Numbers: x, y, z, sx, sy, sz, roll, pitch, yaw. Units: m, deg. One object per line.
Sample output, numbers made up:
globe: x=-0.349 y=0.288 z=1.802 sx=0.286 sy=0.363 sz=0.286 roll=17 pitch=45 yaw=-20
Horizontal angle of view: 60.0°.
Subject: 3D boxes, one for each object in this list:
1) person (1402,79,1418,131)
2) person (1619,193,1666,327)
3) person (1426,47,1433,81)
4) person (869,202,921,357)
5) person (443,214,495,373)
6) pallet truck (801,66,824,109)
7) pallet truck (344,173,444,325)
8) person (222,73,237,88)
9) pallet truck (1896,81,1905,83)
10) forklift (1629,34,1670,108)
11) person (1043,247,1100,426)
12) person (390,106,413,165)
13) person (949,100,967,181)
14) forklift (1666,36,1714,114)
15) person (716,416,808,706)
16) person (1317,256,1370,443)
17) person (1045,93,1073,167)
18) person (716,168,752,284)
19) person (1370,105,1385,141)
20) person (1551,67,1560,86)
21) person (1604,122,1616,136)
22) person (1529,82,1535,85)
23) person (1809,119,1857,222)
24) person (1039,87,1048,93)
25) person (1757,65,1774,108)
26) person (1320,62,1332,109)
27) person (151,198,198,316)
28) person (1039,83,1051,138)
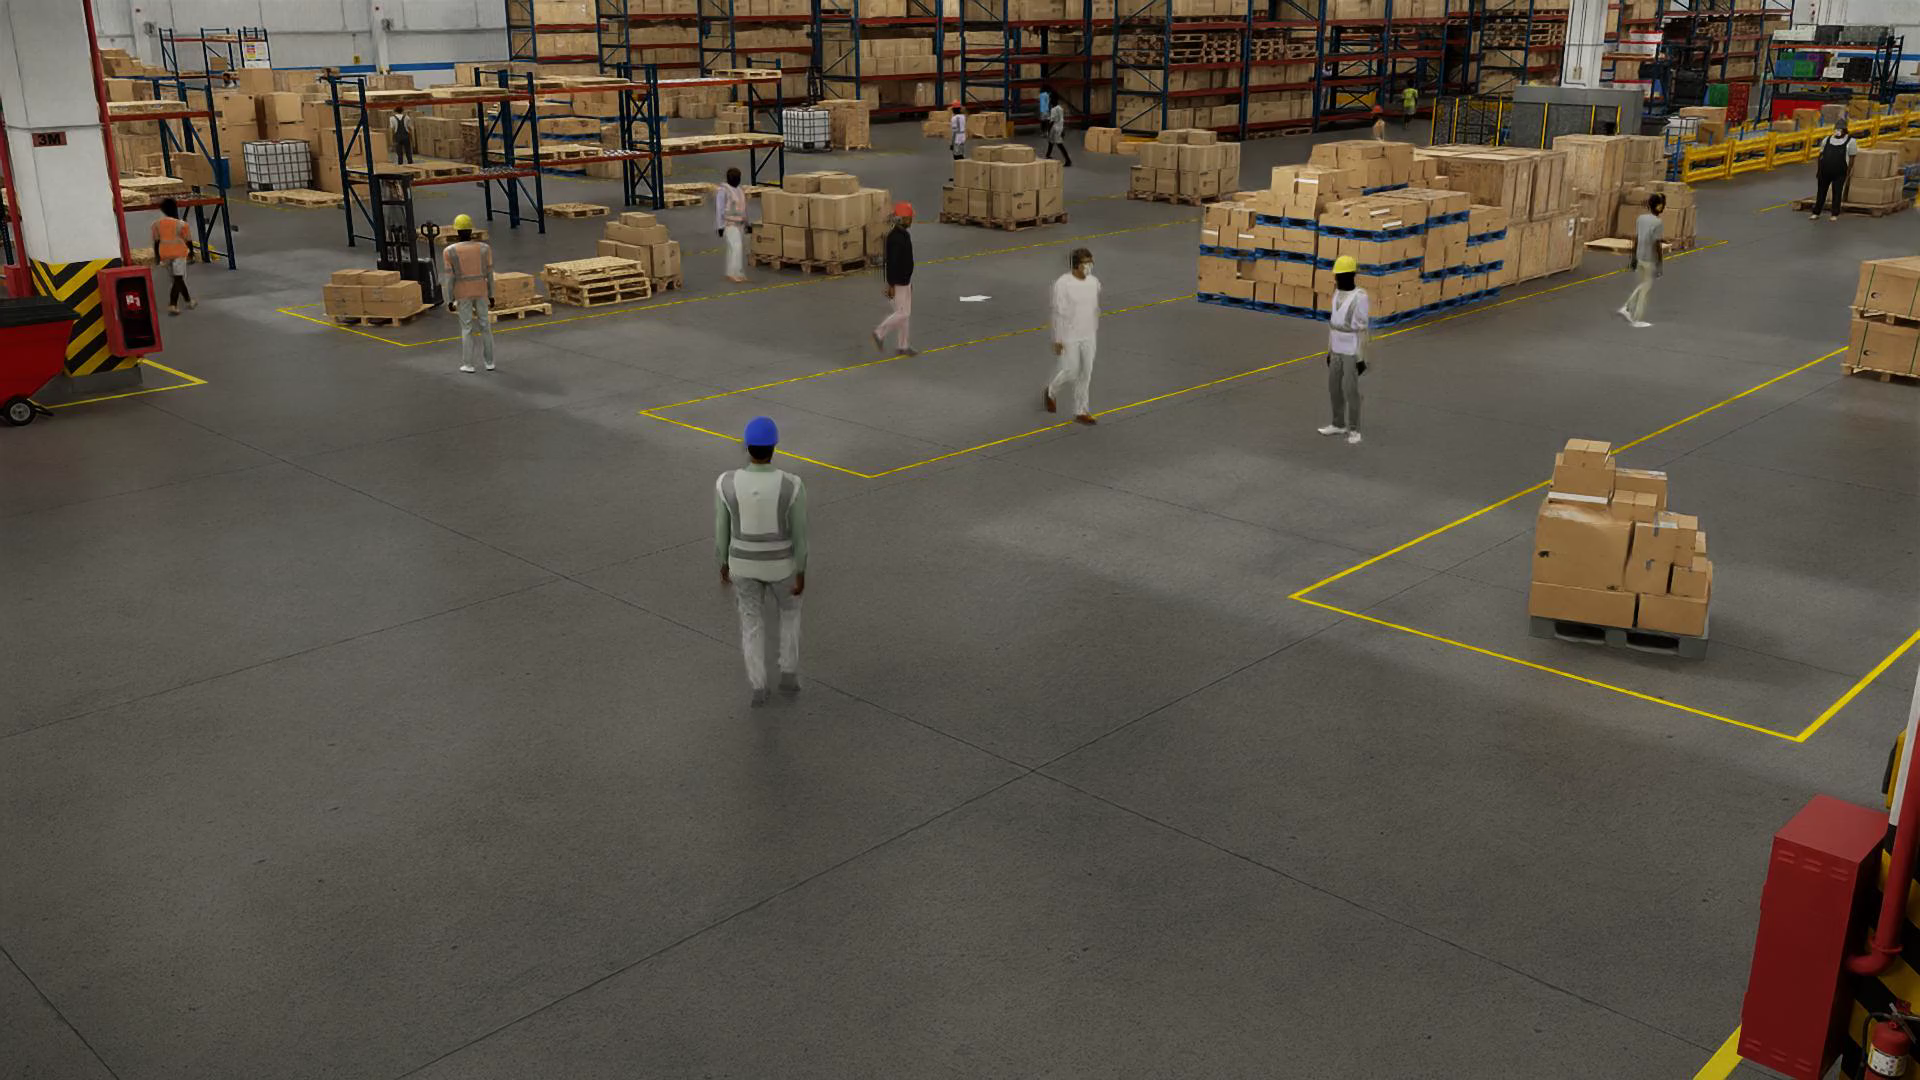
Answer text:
person: x=14.778 y=-14.310 z=54.755 sx=0.544 sy=1.683 sz=0.564 roll=14 pitch=23 yaw=37
person: x=9.527 y=-3.859 z=23.009 sx=0.394 sy=1.859 sz=0.506 roll=-4 pitch=19 yaw=-12
person: x=22.046 y=-22.151 z=77.994 sx=0.551 sy=1.934 sz=0.373 roll=14 pitch=23 yaw=37
person: x=-0.805 y=-3.302 z=21.131 sx=0.561 sy=1.980 sz=0.637 roll=5 pitch=19 yaw=15
person: x=-5.978 y=-3.006 z=20.325 sx=0.588 sy=1.930 sz=0.364 roll=-11 pitch=21 yaw=-29
pallet truck: x=-4.812 y=-15.182 z=56.903 sx=0.823 sy=1.965 sz=1.885 roll=-9 pitch=21 yaw=-26
pallet truck: x=-8.209 y=-4.181 z=23.757 sx=0.823 sy=1.965 sz=1.885 roll=3 pitch=19 yaw=9
person: x=-23.668 y=-14.182 z=54.032 sx=0.590 sy=1.914 sz=0.400 roll=10 pitch=21 yaw=28
pallet truck: x=34.802 y=-16.331 z=61.455 sx=0.653 sy=1.274 sz=1.630 roll=17 pitch=25 yaw=41
forklift: x=27.341 y=-18.602 z=65.826 sx=1.129 sy=2.768 sz=1.873 roll=17 pitch=25 yaw=41
person: x=1.225 y=-2.196 z=17.892 sx=0.645 sy=1.926 sz=0.608 roll=-14 pitch=23 yaw=-36
person: x=-13.768 y=-9.845 z=41.058 sx=0.506 sy=1.847 sz=0.343 roll=-7 pitch=20 yaw=-21
person: x=-0.068 y=-9.747 z=40.622 sx=0.370 sy=1.935 sz=0.550 roll=11 pitch=21 yaw=30
forklift: x=27.341 y=-17.291 z=61.877 sx=1.129 sy=2.768 sz=1.873 roll=17 pitch=25 yaw=41
person: x=-1.283 y=0.137 z=10.854 sx=0.614 sy=1.932 sz=0.482 roll=0 pitch=18 yaw=1
person: x=4.034 y=-1.969 z=17.283 sx=0.362 sy=1.898 sz=0.716 roll=-7 pitch=20 yaw=-20
person: x=2.546 y=-10.787 z=43.818 sx=1.033 sy=1.915 sz=0.608 roll=6 pitch=19 yaw=17
person: x=-3.518 y=-5.007 z=26.520 sx=0.766 sy=1.814 sz=0.657 roll=10 pitch=21 yaw=27
person: x=9.716 y=-9.180 z=38.932 sx=0.399 sy=1.924 sz=0.583 roll=6 pitch=19 yaw=17
person: x=21.105 y=-15.826 z=59.058 sx=0.911 sy=1.862 sz=0.648 roll=13 pitch=22 yaw=34
person: x=14.564 y=-8.533 z=37.371 sx=0.495 sy=1.684 sz=0.536 roll=15 pitch=23 yaw=38
person: x=17.515 y=-13.175 z=51.206 sx=0.989 sy=1.782 sz=0.588 roll=-15 pitch=23 yaw=-38
person: x=17.635 y=-7.465 z=33.586 sx=0.672 sy=2.000 sz=0.536 roll=16 pitch=24 yaw=40
person: x=3.089 y=-16.594 z=61.297 sx=0.410 sy=1.909 sz=0.643 roll=-8 pitch=20 yaw=-22
person: x=31.745 y=-17.846 z=65.497 sx=0.503 sy=1.631 sz=0.283 roll=13 pitch=22 yaw=34
person: x=13.538 y=-16.699 z=61.567 sx=0.629 sy=1.940 sz=0.373 roll=-11 pitch=21 yaw=-30
person: x=-11.360 y=-4.091 z=24.043 sx=0.533 sy=1.649 sz=0.855 roll=2 pitch=18 yaw=5
person: x=2.694 y=-13.468 z=52.212 sx=0.365 sy=1.690 sz=0.569 roll=-13 pitch=23 yaw=-35
